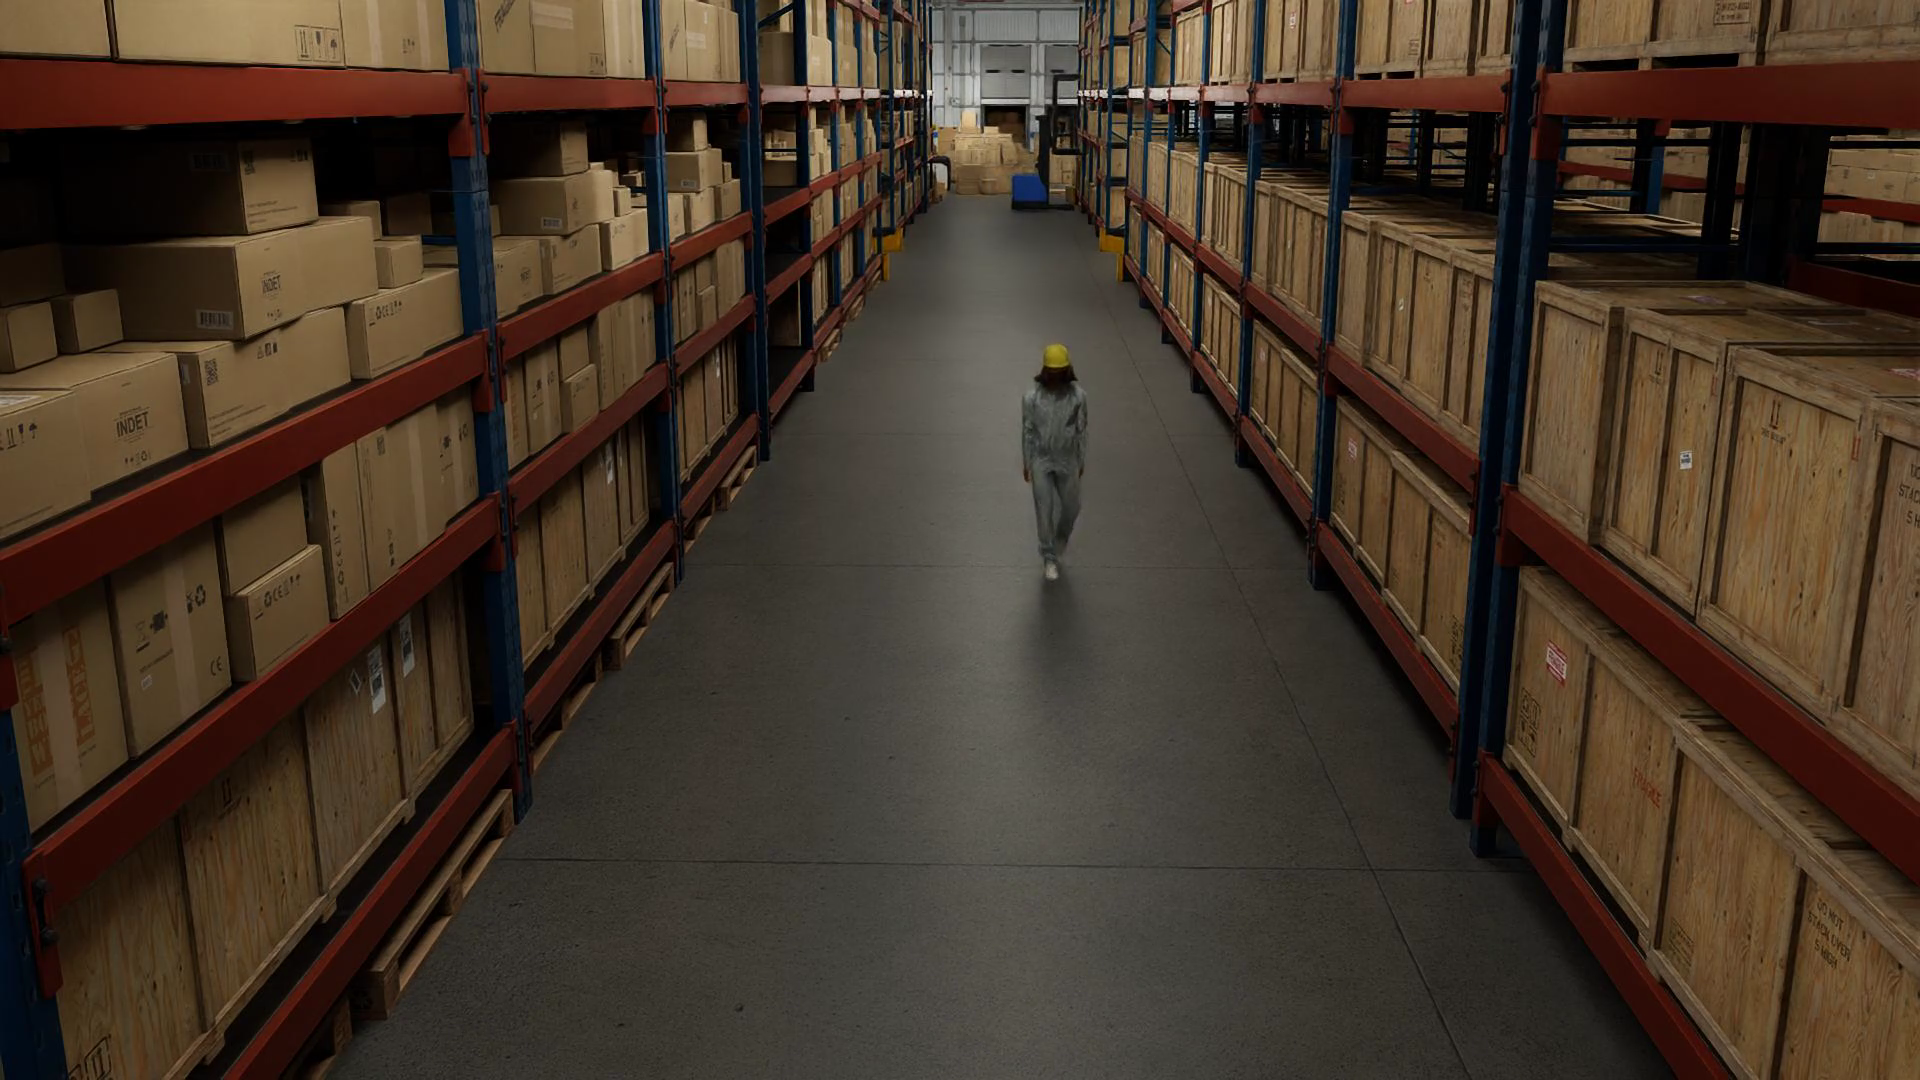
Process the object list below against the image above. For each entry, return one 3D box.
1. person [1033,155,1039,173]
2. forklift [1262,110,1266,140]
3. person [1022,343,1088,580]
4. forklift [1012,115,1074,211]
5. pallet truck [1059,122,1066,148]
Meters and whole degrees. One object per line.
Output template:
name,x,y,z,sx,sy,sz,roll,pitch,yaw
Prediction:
person,2.487,-11.144,51.610,0.523,1.638,0.310,-8,17,-28
forklift,11.770,-15.518,65.529,1.873,2.768,1.129,0,15,1
person,0.686,-0.572,12.097,0.491,1.729,0.403,-1,15,-4
forklift,2.502,-11.339,49.981,1.873,2.768,1.129,0,15,2
pallet truck,5.788,-21.111,88.014,1.885,1.965,0.823,5,16,18
